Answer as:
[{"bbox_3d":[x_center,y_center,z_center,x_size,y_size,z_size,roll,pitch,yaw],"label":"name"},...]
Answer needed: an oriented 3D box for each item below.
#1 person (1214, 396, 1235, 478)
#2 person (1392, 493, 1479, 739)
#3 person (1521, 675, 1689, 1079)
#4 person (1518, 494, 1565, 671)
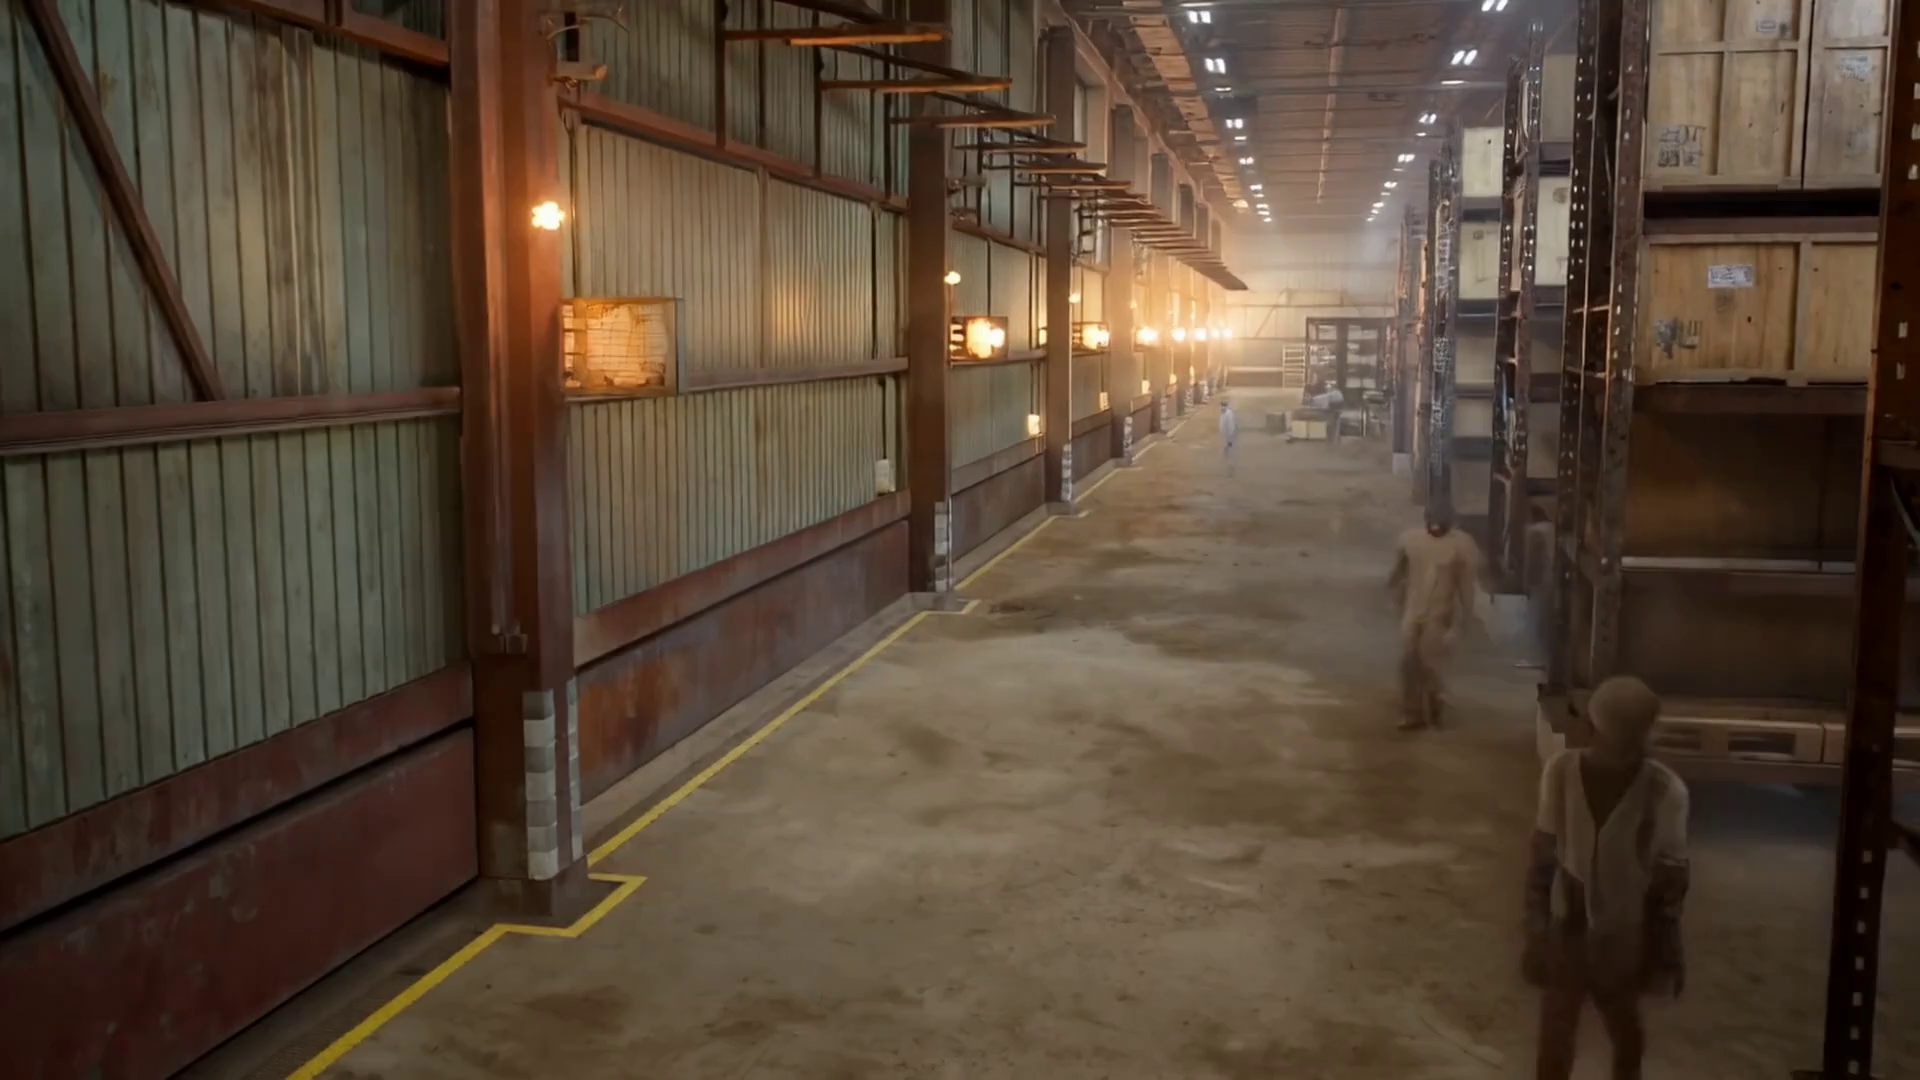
[{"bbox_3d":[5.660,-2.198,35.482,0.399,1.738,0.590,-2,7,-18],"label":"person"},{"bbox_3d":[3.651,0.567,12.710,0.671,1.904,0.634,5,9,33],"label":"person"},{"bbox_3d":[2.454,1.388,6.275,0.601,1.886,0.887,6,9,41],"label":"person"},{"bbox_3d":[5.371,0.399,15.152,0.529,1.626,0.466,-7,10,-43],"label":"person"}]
